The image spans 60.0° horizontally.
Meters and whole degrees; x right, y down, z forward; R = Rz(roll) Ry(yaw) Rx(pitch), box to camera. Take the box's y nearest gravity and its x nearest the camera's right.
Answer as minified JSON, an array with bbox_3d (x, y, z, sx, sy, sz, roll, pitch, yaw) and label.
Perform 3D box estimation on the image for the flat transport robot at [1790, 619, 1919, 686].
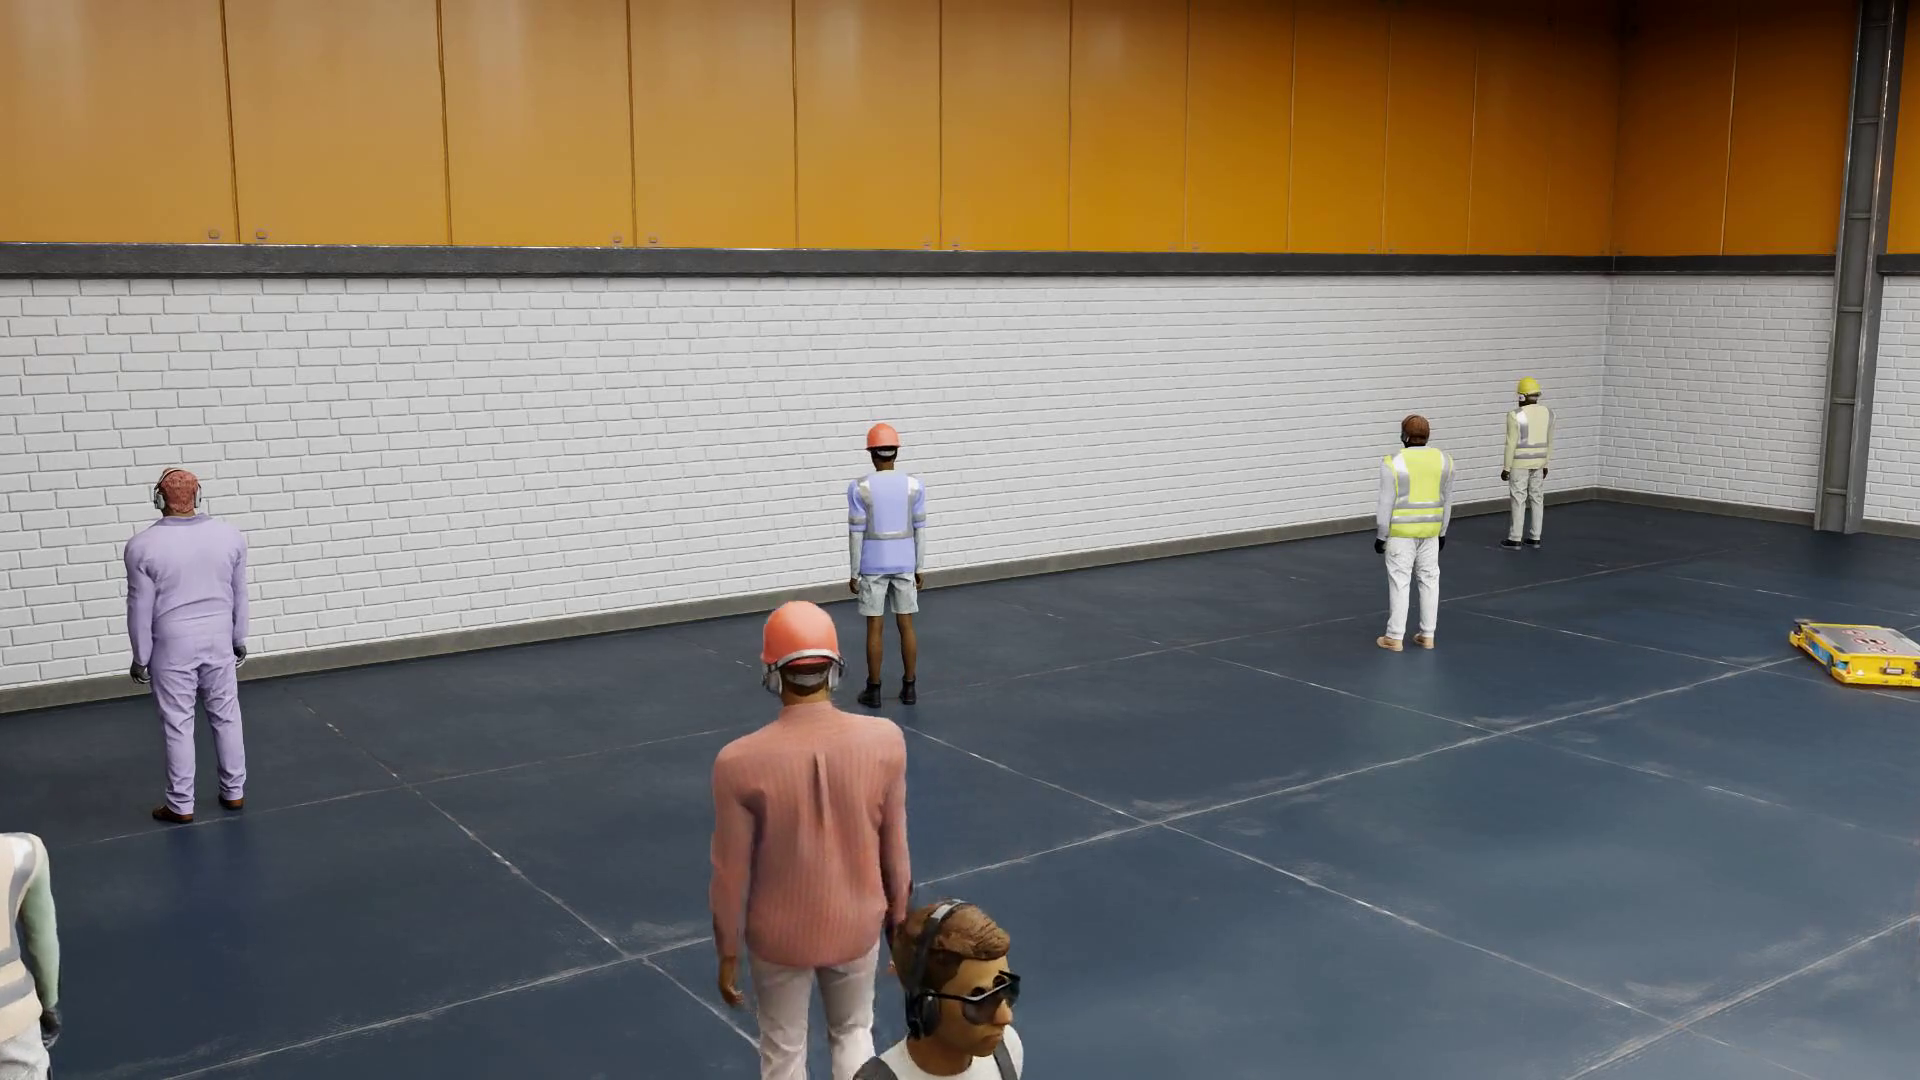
[{"bbox_3d":[6.702,0.826,12.331,0.652,0.197,1.431,2,9,12],"label":"flat transport robot"}]

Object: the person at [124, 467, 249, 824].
[{"bbox_3d":[-4.147,0.561,8.939,0.407,1.908,0.641,8,12,40],"label":"person"}]

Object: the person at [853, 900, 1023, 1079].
[{"bbox_3d":[0.021,1.556,3.117,0.970,1.796,0.540,8,12,42],"label":"person"}]

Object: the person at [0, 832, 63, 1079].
[{"bbox_3d":[-2.776,1.388,4.659,0.310,1.638,0.522,7,12,38],"label":"person"}]

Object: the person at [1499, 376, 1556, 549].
[{"bbox_3d":[5.997,-0.814,17.635,0.590,1.836,0.404,-3,10,-20],"label":"person"}]

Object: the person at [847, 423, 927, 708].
[{"bbox_3d":[-0.502,0.173,11.253,0.543,1.933,0.363,-3,10,-17],"label":"person"}]

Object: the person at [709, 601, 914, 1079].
[{"bbox_3d":[-0.431,1.168,4.964,0.630,1.976,0.558,-3,10,-18],"label":"person"}]

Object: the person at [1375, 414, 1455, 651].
[{"bbox_3d":[3.505,-0.054,12.936,0.623,1.844,0.429,-2,9,-14],"label":"person"}]
